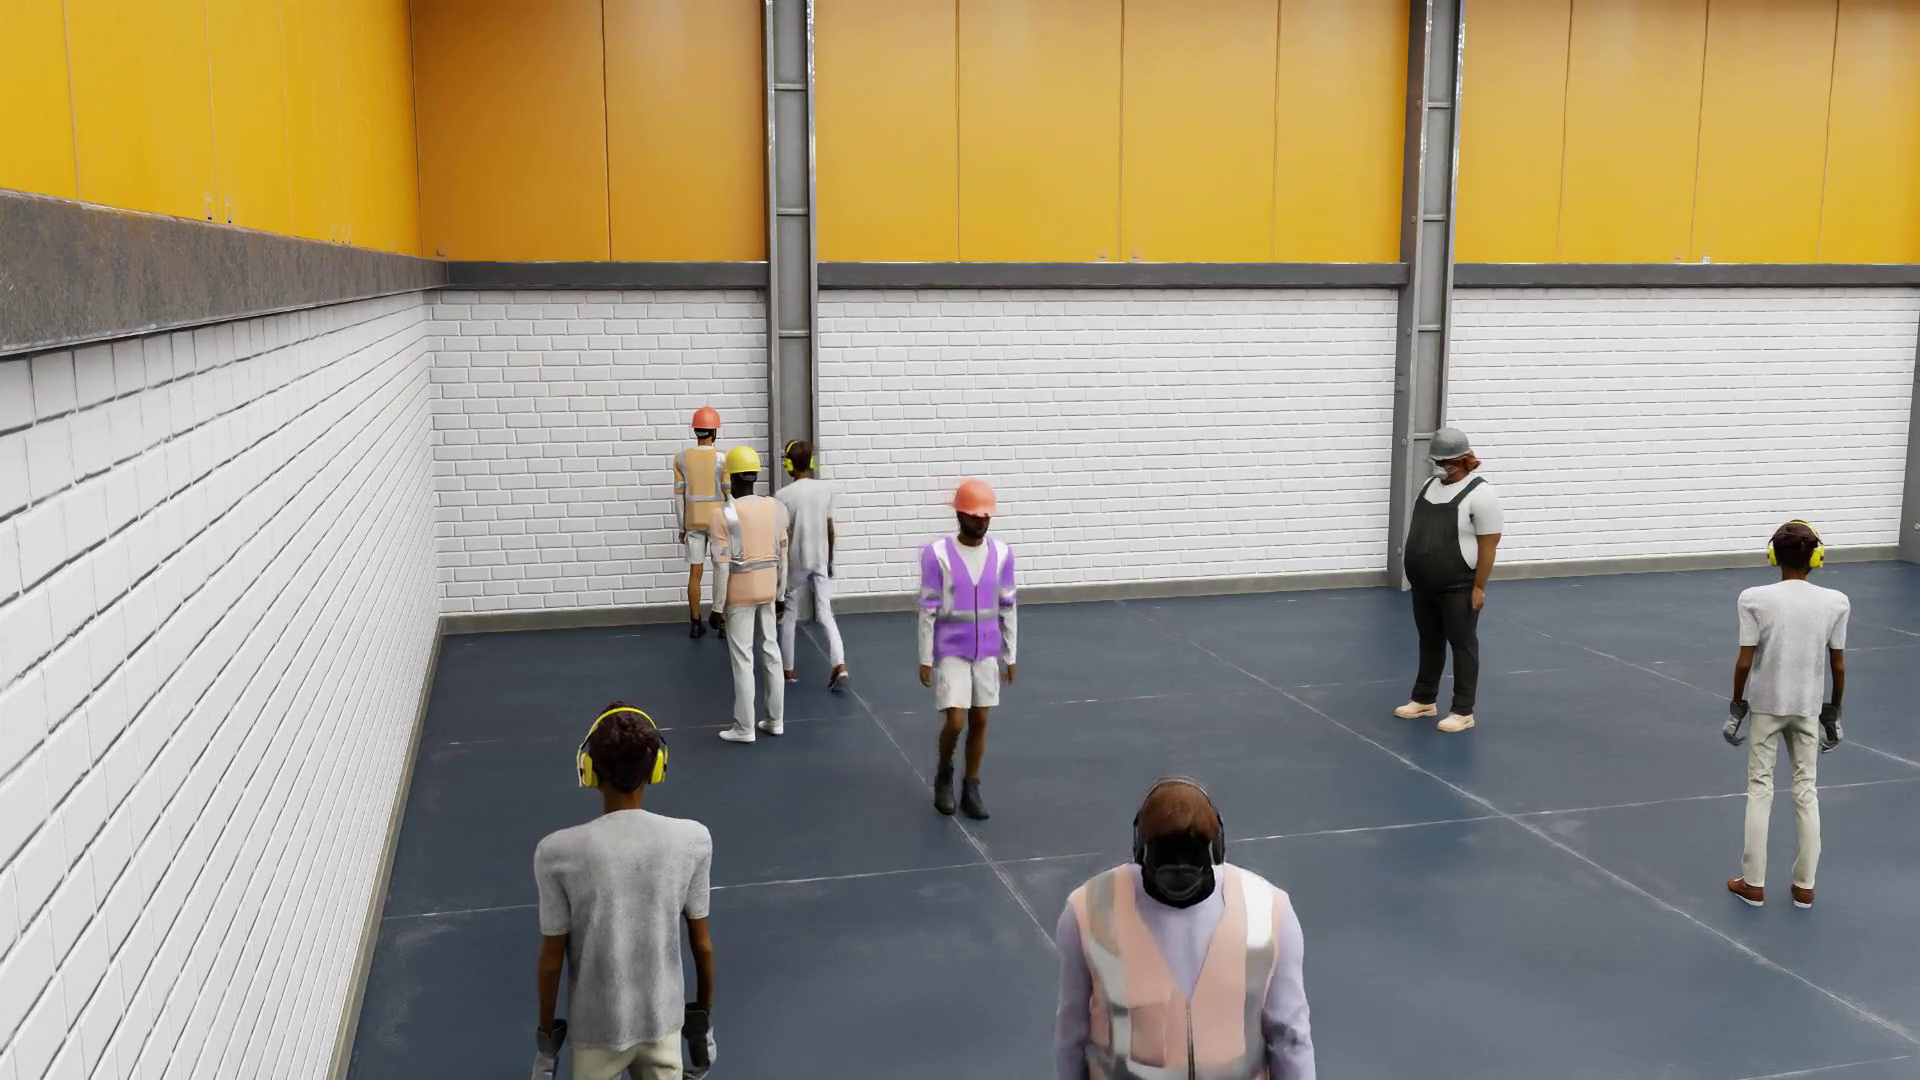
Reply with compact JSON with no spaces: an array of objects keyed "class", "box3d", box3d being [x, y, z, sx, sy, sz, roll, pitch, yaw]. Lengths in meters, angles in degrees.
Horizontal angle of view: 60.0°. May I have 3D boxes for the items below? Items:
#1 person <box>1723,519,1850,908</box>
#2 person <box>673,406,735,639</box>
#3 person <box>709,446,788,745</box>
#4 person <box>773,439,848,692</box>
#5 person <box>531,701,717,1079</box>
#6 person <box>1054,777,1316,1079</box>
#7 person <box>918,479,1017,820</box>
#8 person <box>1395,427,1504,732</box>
[{"class":"person","box3d":[3.948,0.833,7.971,0.532,1.864,0.310,2,9,10]},{"class":"person","box3d":[-2.090,-0.138,13.801,0.543,1.939,0.360,2,9,10]},{"class":"person","box3d":[-1.379,0.354,10.763,0.591,1.926,0.386,-8,12,-42]},{"class":"person","box3d":[-1.107,0.181,12.134,0.533,1.838,0.874,-4,10,-26]},{"class":"person","box3d":[-0.935,1.372,4.634,0.514,1.866,0.333,-4,10,-26]},{"class":"person","box3d":[0.556,1.488,4.094,0.627,1.799,0.932,0,9,-1]},{"class":"person","box3d":[0.055,0.611,9.169,0.556,1.919,0.419,-4,10,-22]},{"class":"person","box3d":[3.220,0.246,11.084,0.536,2.000,0.673,-5,10,-27]}]
